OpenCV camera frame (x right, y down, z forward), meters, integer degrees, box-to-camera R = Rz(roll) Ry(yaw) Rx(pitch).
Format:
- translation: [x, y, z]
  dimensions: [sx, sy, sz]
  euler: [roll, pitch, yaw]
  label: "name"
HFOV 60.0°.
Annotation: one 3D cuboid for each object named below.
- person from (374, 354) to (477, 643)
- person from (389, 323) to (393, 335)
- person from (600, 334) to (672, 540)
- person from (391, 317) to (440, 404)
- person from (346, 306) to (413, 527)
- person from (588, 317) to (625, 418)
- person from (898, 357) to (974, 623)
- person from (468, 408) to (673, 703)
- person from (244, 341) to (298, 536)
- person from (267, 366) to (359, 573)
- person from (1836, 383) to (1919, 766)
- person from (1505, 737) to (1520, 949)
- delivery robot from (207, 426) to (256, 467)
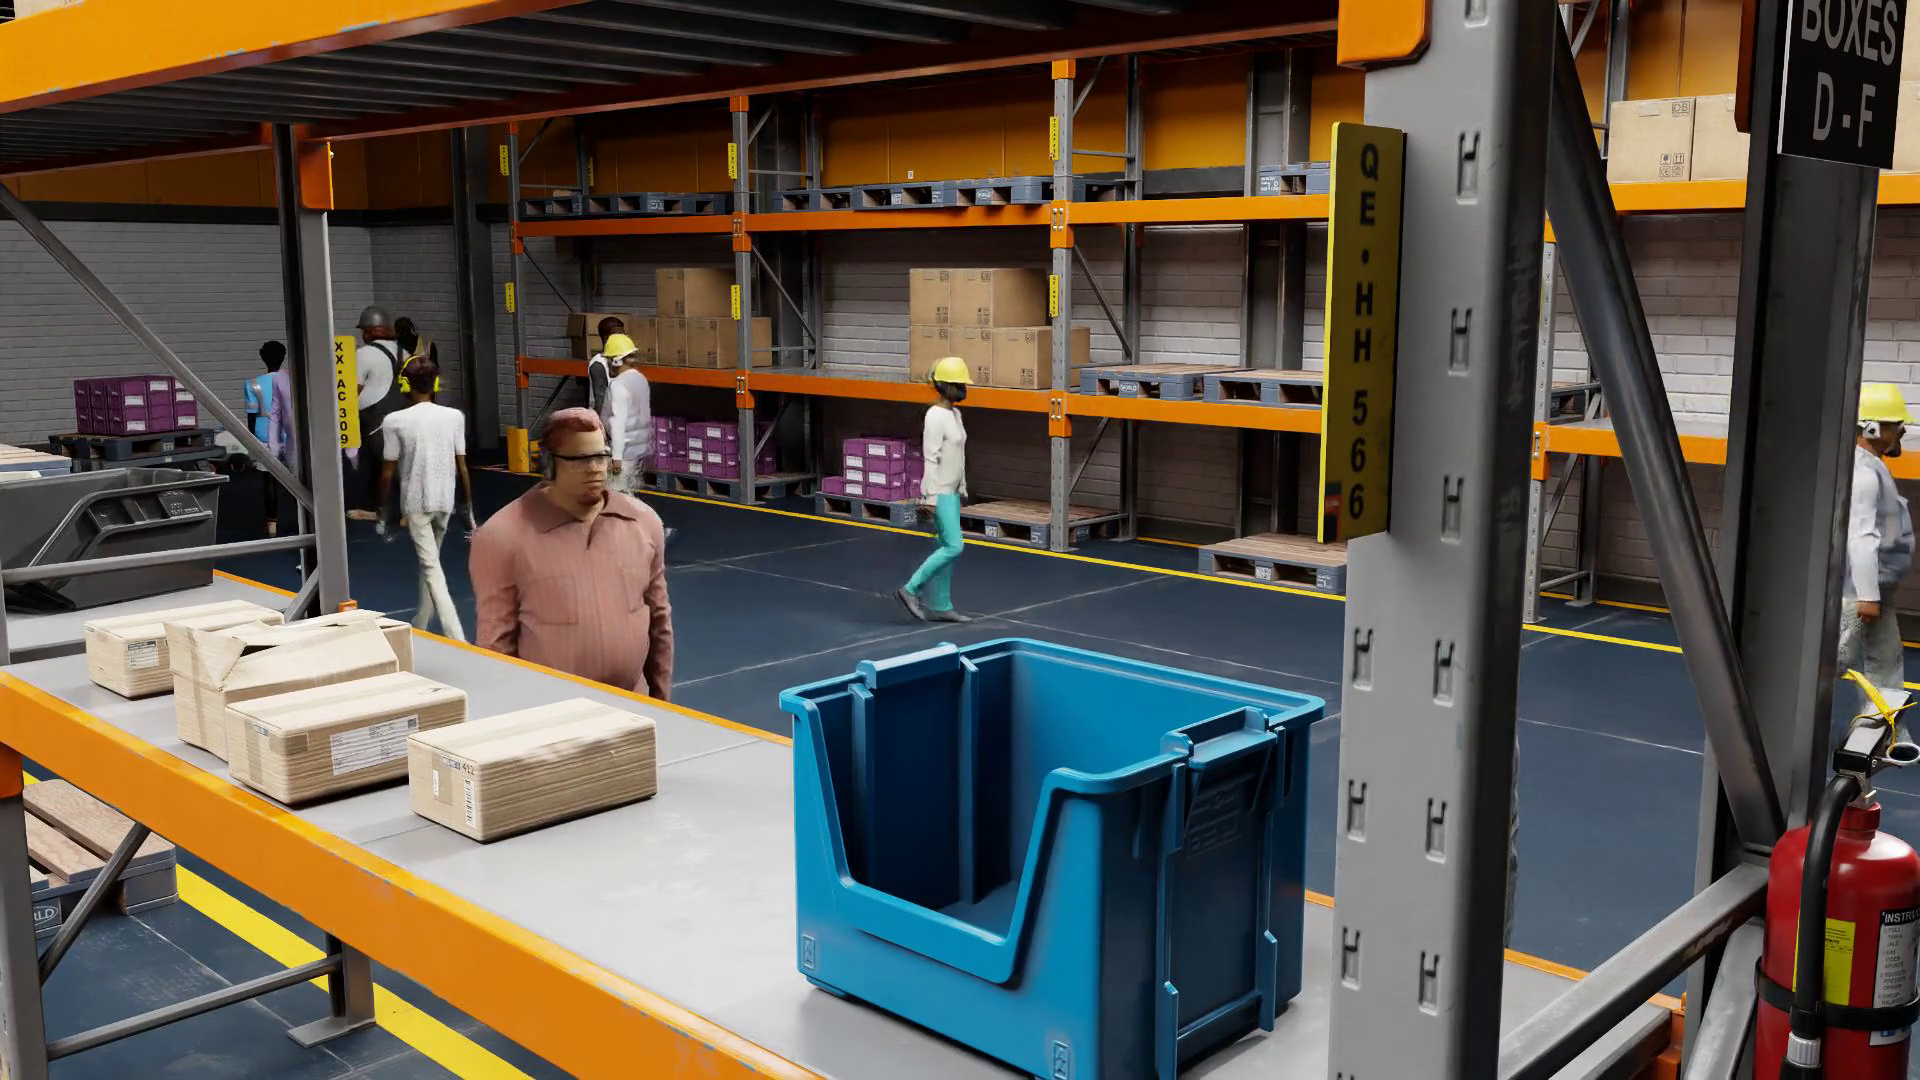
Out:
- translation: [-3.137, -0.175, 9.769]
  dimensions: [0.967, 1.827, 0.538]
  euler: [9, 13, 43]
  label: "person"
- translation: [-7.659, -2.113, 22.216]
  dimensions: [0.502, 1.633, 0.280]
  euler: [-7, 12, -38]
  label: "person"
- translation: [-2.571, -0.707, 13.038]
  dimensions: [0.519, 1.812, 0.598]
  euler: [1, 9, 6]
  label: "person"
- translation: [-6.408, -1.717, 19.419]
  dimensions: [0.655, 1.778, 0.897]
  euler: [-4, 10, -21]
  label: "person"
- translation: [-5.196, -1.146, 15.040]
  dimensions: [1.031, 2.000, 0.678]
  euler: [3, 10, 17]
  label: "person"
- translation: [-2.920, -0.902, 13.915]
  dimensions: [0.386, 1.918, 0.596]
  euler: [1, 9, 3]
  label: "person"
- translation: [-0.104, -0.309, 10.770]
  dimensions: [0.406, 1.751, 0.533]
  euler: [2, 10, 14]
  label: "person"
- translation: [-1.172, 0.535, 5.182]
  dimensions: [0.649, 1.900, 0.395]
  euler: [-7, 12, -38]
  label: "person"
- translation: [-5.912, -0.878, 14.445]
  dimensions: [0.532, 1.697, 0.320]
  euler: [-5, 10, -26]
  label: "person"
- translation: [-5.047, -0.701, 12.875]
  dimensions: [0.668, 1.860, 0.908]
  euler: [1, 9, 8]
  label: "person"
- translation: [4.141, 0.163, 7.775]
  dimensions: [0.837, 1.807, 0.598]
  euler: [5, 11, 30]
  label: "person"
- translation: [0.986, 0.862, 3.640]
  dimensions: [0.322, 1.741, 0.489]
  euler: [-4, 10, -24]
  label: "person"
- translation: [-8.203, -1.041, 18.652]
  dimensions: [0.707, 0.478, 0.477]
  euler: [1, 9, 6]
  label: "delivery robot"
